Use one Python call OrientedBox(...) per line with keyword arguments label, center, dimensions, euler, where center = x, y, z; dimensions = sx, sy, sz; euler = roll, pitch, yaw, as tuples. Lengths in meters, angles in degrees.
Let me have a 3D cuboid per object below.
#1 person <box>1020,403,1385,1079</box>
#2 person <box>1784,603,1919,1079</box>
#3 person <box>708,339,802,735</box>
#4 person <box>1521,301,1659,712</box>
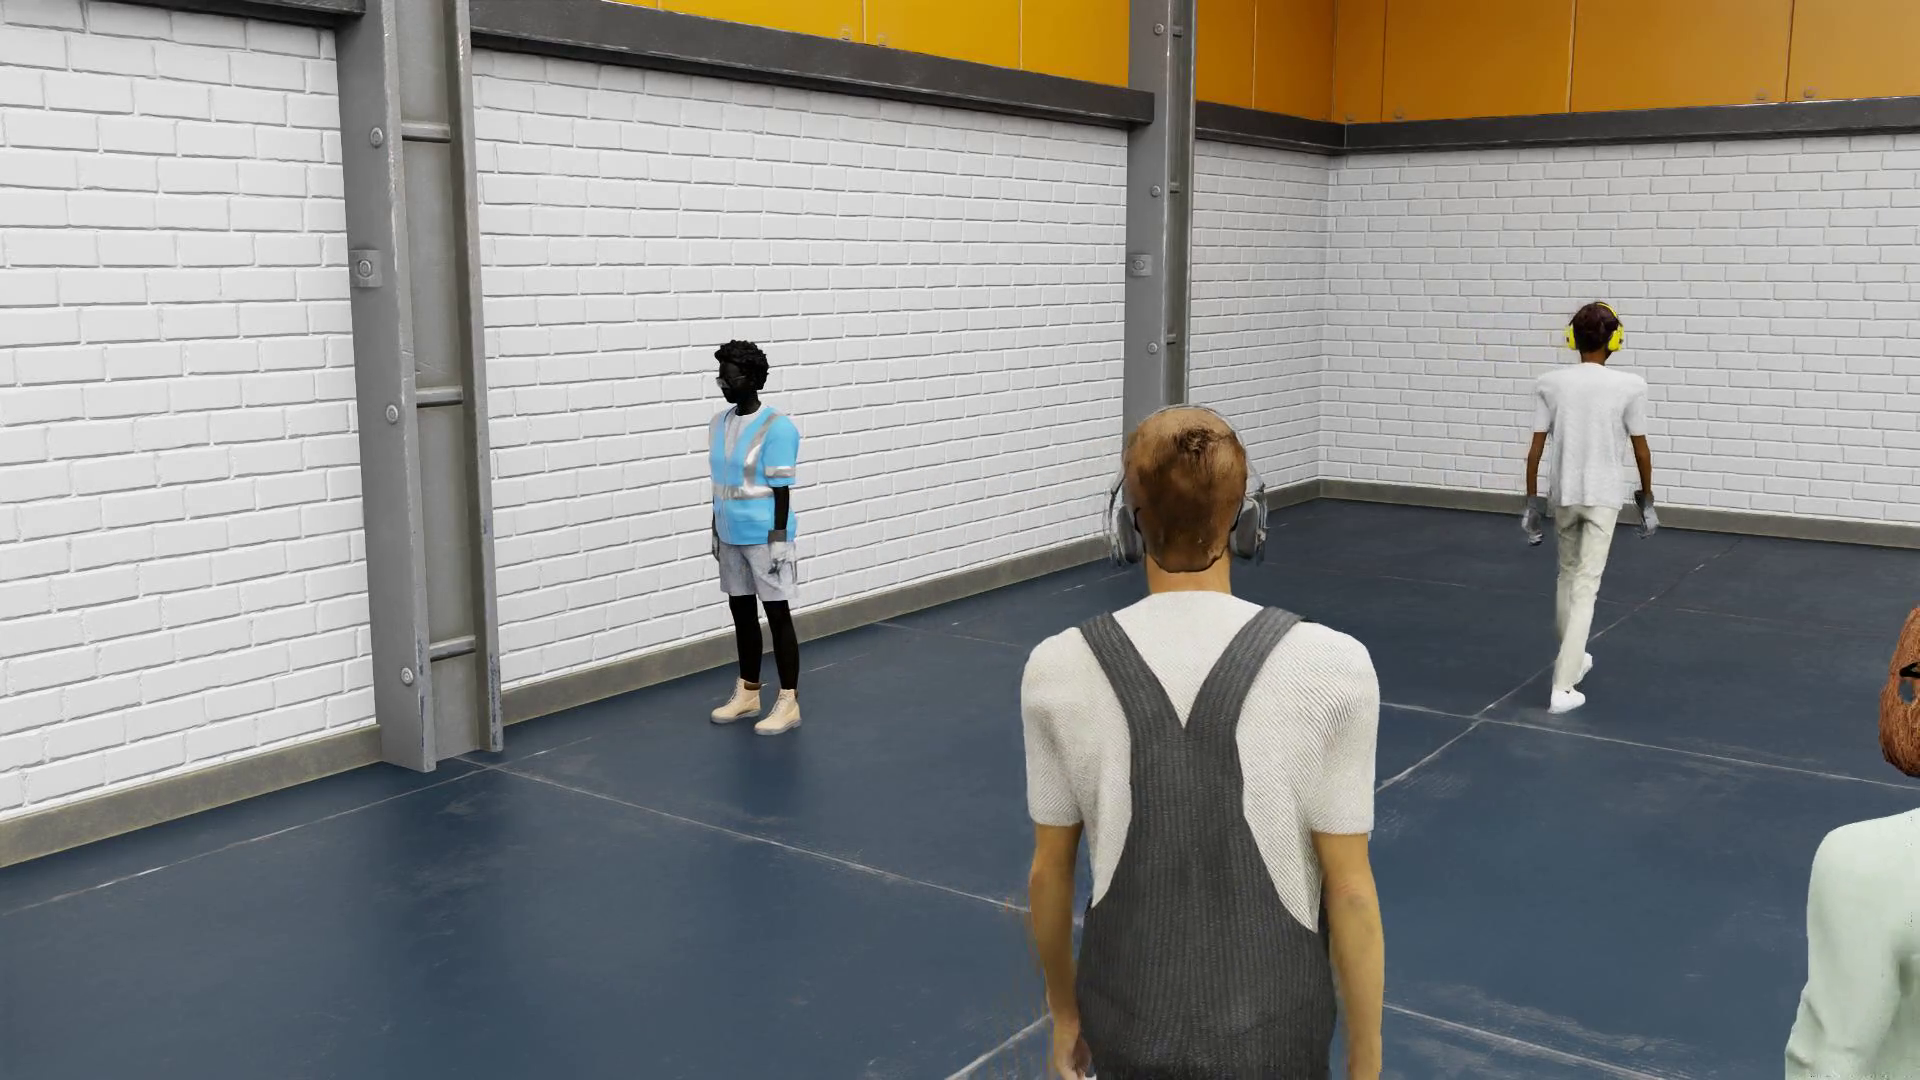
OrientedBox(label="person", center=(0.370, 0.710, 2.473), dimensions=(0.540, 1.814, 0.696), euler=(3, 10, 15))
OrientedBox(label="person", center=(1.287, 0.857, 2.182), dimensions=(0.515, 1.631, 0.336), euler=(-1, 10, -3))
OrientedBox(label="person", center=(-0.900, -0.014, 7.166), dimensions=(0.529, 1.692, 0.319), euler=(8, 13, 41))
OrientedBox(label="person", center=(2.929, -0.167, 7.657), dimensions=(0.520, 1.834, 0.900), euler=(8, 12, 40))
